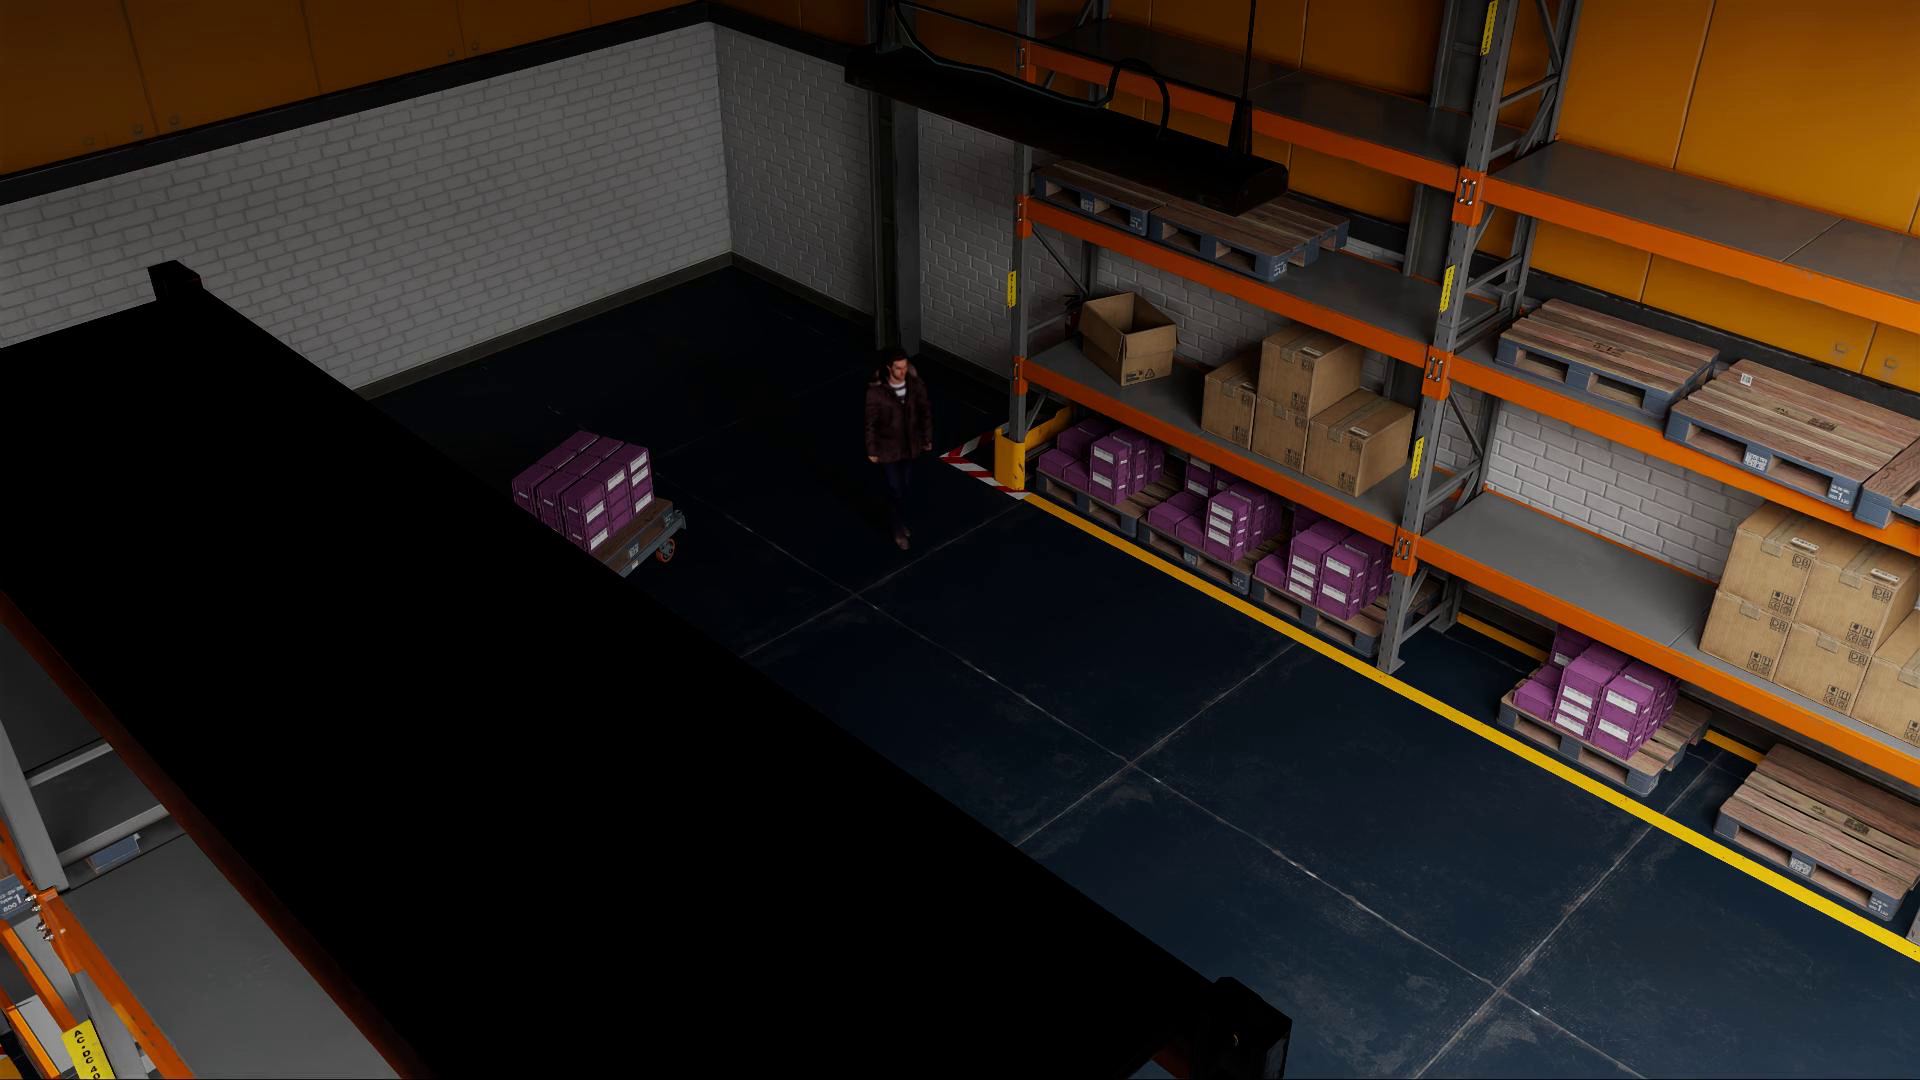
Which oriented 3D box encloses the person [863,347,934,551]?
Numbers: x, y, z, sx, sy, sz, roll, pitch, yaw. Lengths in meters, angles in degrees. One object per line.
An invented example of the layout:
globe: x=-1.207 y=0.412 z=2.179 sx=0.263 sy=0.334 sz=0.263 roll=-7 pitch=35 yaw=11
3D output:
person: x=-0.585 y=-0.851 z=14.221 sx=0.823 sy=1.834 sz=0.821 roll=-21 pitch=39 yaw=-28
